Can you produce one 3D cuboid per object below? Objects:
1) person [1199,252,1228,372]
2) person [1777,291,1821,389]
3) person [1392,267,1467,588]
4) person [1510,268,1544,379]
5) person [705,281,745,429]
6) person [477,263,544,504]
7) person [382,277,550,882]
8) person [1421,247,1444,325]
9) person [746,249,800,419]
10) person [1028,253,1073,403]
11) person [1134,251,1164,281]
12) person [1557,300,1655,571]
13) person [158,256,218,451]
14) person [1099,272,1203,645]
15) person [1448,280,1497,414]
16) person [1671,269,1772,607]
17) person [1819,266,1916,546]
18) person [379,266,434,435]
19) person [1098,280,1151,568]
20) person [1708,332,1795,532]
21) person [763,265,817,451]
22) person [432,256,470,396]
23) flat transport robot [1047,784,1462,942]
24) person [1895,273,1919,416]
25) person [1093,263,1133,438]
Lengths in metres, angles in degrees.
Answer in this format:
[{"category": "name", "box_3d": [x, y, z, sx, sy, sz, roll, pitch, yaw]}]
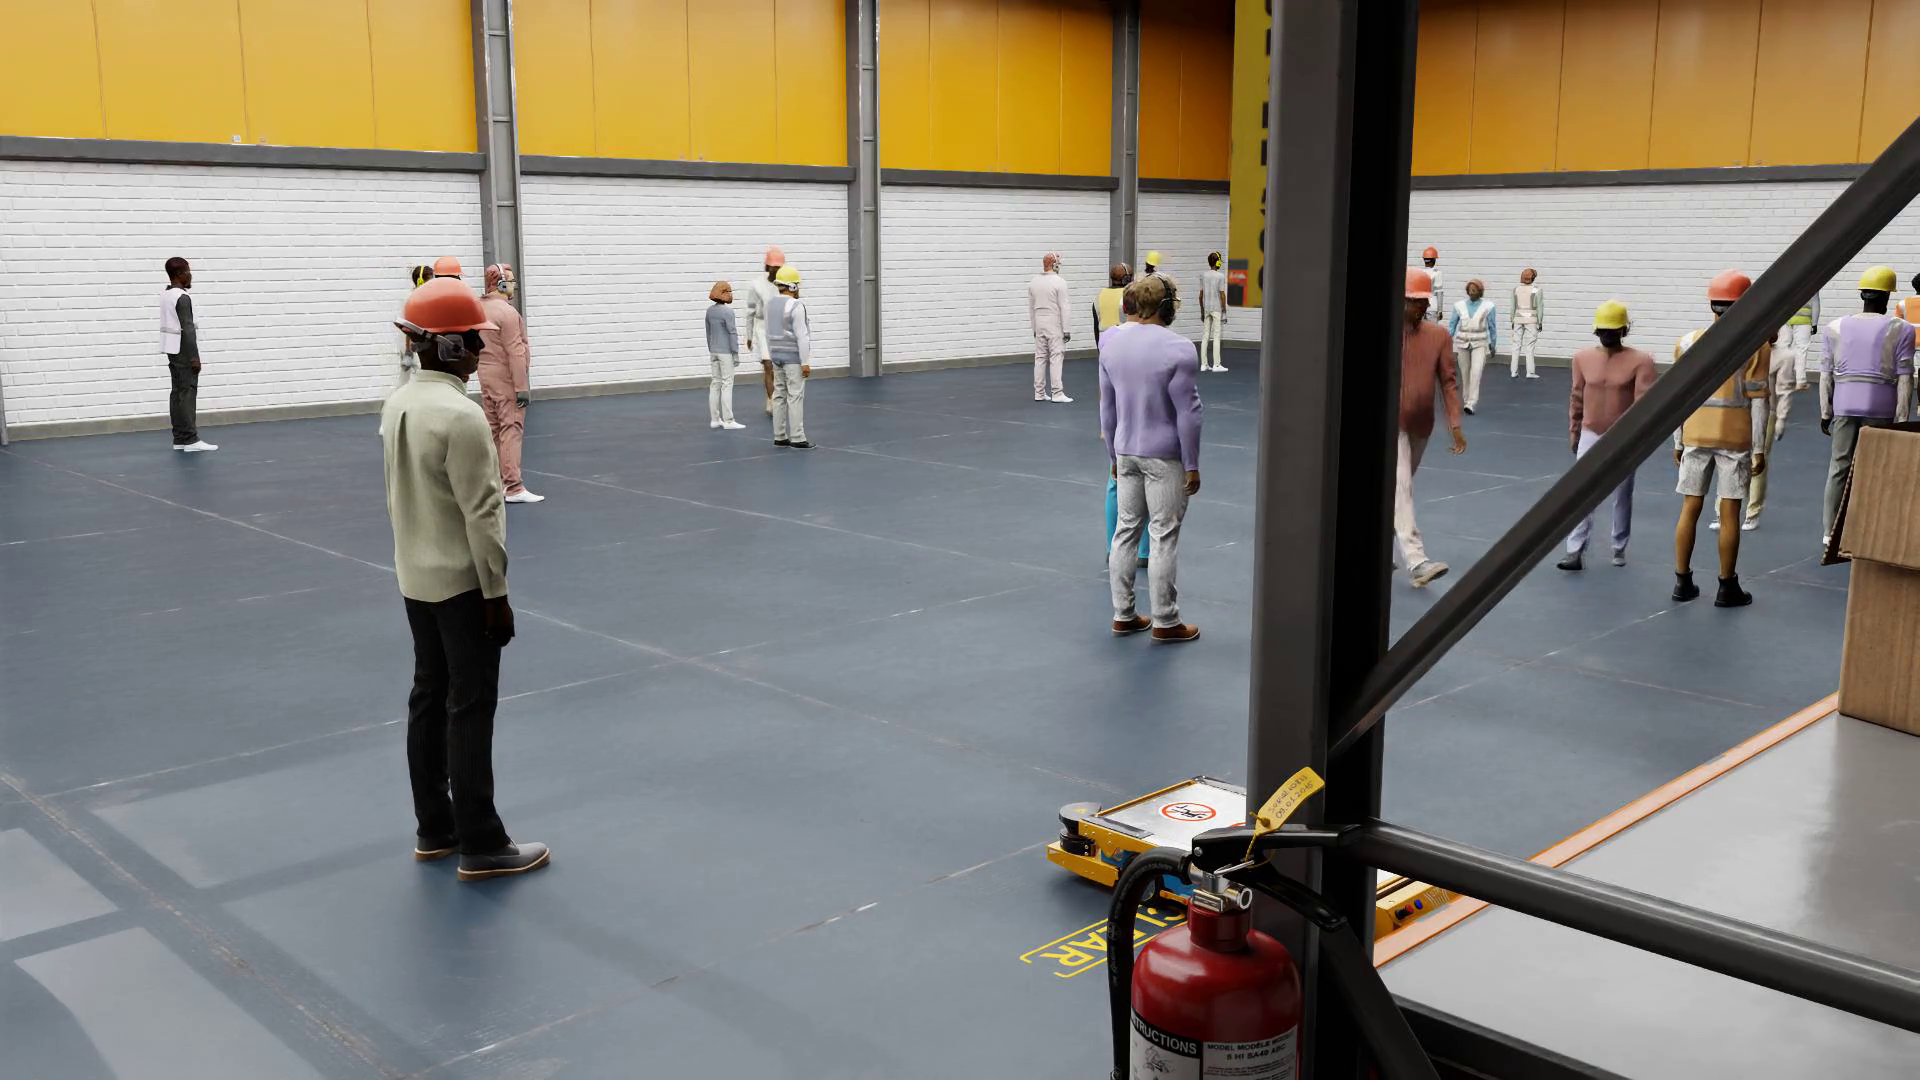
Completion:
[{"category": "person", "box_3d": [3.989, -3.581, 26.138, 0.328, 1.872, 0.513, -10, 15, -44]}, {"category": "person", "box_3d": [11.650, -3.025, 23.184, 0.429, 1.845, 0.627, -10, 15, -44]}, {"category": "person", "box_3d": [2.791, -0.699, 10.263, 0.612, 1.925, 1.062, -4, 11, -19]}, {"category": "person", "box_3d": [8.459, -3.229, 24.848, 0.307, 1.641, 0.514, -10, 15, -44]}, {"category": "person", "box_3d": [-2.614, -2.041, 18.387, 0.284, 1.633, 0.500, -10, 15, -44]}, {"category": "person", "box_3d": [-3.633, -1.245, 13.301, 0.410, 1.909, 0.643, -10, 15, -44]}, {"category": "person", "box_3d": [-1.676, 0.135, 5.534, 0.377, 1.995, 0.612, -10, 15, -44]}, {"category": "person", "box_3d": [7.535, -3.735, 26.784, 0.349, 1.942, 0.545, -10, 15, -44]}, {"category": "person", "box_3d": [-2.177, -2.420, 19.545, 0.630, 1.962, 1.112, -3, 11, -16]}, {"category": "person", "box_3d": [1.176, -2.709, 21.285, 0.410, 1.909, 0.643, -10, 15, -44]}, {"category": "person", "box_3d": [2.928, -3.583, 26.096, 0.634, 1.885, 0.460, 9, 13, 39]}, {"category": "person", "box_3d": [4.101, -0.645, 10.525, 0.544, 1.710, 0.881, 7, 13, 34]}, {"category": "person", "box_3d": [-7.710, -1.837, 16.491, 0.391, 1.922, 0.593, -10, 15, -44]}, {"category": "person", "box_3d": [1.007, -0.422, 8.725, 0.372, 1.940, 0.631, -10, 15, -44]}, {"category": "person", "box_3d": [6.085, -2.293, 19.846, 0.535, 1.597, 0.821, 7, 12, 32]}, {"category": "person", "box_3d": [4.377, -0.582, 9.589, 0.349, 1.942, 0.545, -10, 15, -44]}, {"category": "person", "box_3d": [6.143, -0.888, 11.294, 0.364, 1.927, 0.587, -10, 15, -44]}, {"category": "person", "box_3d": [-5.904, -2.003, 17.736, 0.711, 1.818, 0.537, -4, 11, -22]}, {"category": "person", "box_3d": [1.124, -0.742, 10.709, 0.389, 1.849, 0.566, -10, 15, -44]}, {"category": "person", "box_3d": [5.635, -0.841, 11.886, 0.519, 1.605, 0.684, 9, 13, 39]}, {"category": "person", "box_3d": [-1.687, -1.806, 16.550, 0.404, 1.836, 0.590, -10, 15, -44]}, {"category": "person", "box_3d": [-4.739, -1.666, 15.513, 0.355, 1.938, 0.545, -10, 15, -44]}, {"category": "flat transport robot", "box_3d": [1.022, 1.042, 5.290, 0.652, 0.197, 1.431, -10, 14, -44]}, {"category": "person", "box_3d": [11.352, -2.320, 19.730, 0.318, 1.699, 0.535, -10, 15, -44]}, {"category": "person", "box_3d": [1.680, -1.959, 17.371, 0.428, 1.844, 0.627, -10, 15, -44]}]
